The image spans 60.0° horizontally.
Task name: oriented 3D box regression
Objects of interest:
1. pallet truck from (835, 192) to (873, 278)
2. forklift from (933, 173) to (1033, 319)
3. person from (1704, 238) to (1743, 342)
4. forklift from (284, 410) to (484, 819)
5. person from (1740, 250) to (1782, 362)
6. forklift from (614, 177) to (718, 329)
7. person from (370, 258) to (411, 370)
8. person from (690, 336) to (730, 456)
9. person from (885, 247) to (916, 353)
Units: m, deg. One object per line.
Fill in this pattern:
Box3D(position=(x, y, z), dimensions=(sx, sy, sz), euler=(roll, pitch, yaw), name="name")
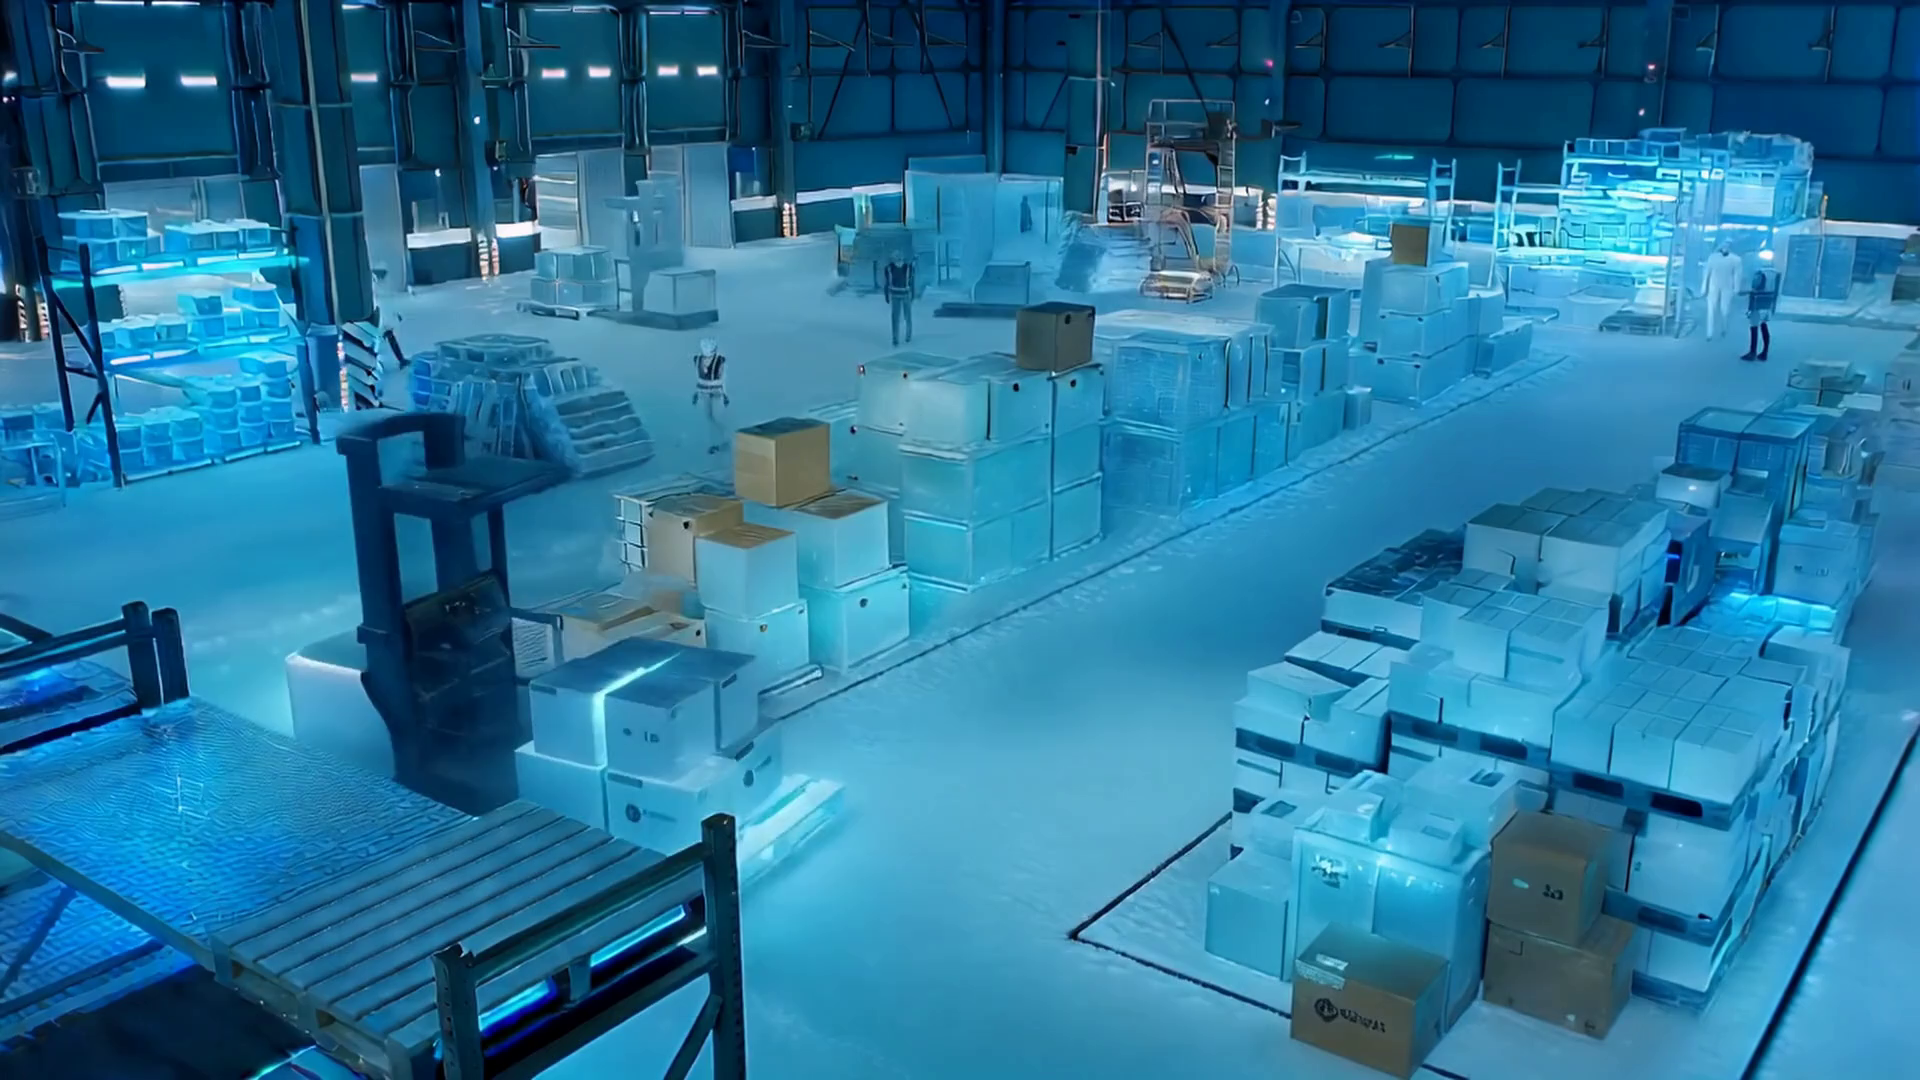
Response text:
Box3D(position=(-1.936, -7.159, 38.982), dimensions=(1.885, 1.965, 0.823), euler=(-12, 21, -34), name="pallet truck")
Box3D(position=(0.484, -5.929, 33.408), dimensions=(1.873, 2.768, 1.129), euler=(3, 17, 10), name="forklift")
Box3D(position=(14.126, -4.648, 30.829), dimensions=(0.637, 1.910, 0.775), euler=(10, 19, 30), name="person")
Box3D(position=(-3.936, 0.505, 12.101), dimensions=(1.873, 2.768, 1.129), euler=(8, 19, 25), name="forklift")
Box3D(position=(13.901, -4.065, 28.868), dimensions=(0.549, 1.929, 0.395), euler=(-4, 17, -13), name="person")
Box3D(position=(-5.767, -5.625, 32.400), dimensions=(1.873, 2.768, 1.129), euler=(12, 21, 35), name="forklift")
Box3D(position=(-9.675, -3.812, 28.090), dimensions=(1.003, 1.878, 0.571), euler=(3, 17, 11), name="person")
Box3D(position=(-3.349, -1.915, 22.266), dimensions=(0.520, 1.623, 0.439), euler=(6, 18, 18), name="person")
Box3D(position=(-1.051, -4.335, 29.873), dimensions=(0.585, 1.860, 0.785), euler=(2, 17, 7), name="person")
